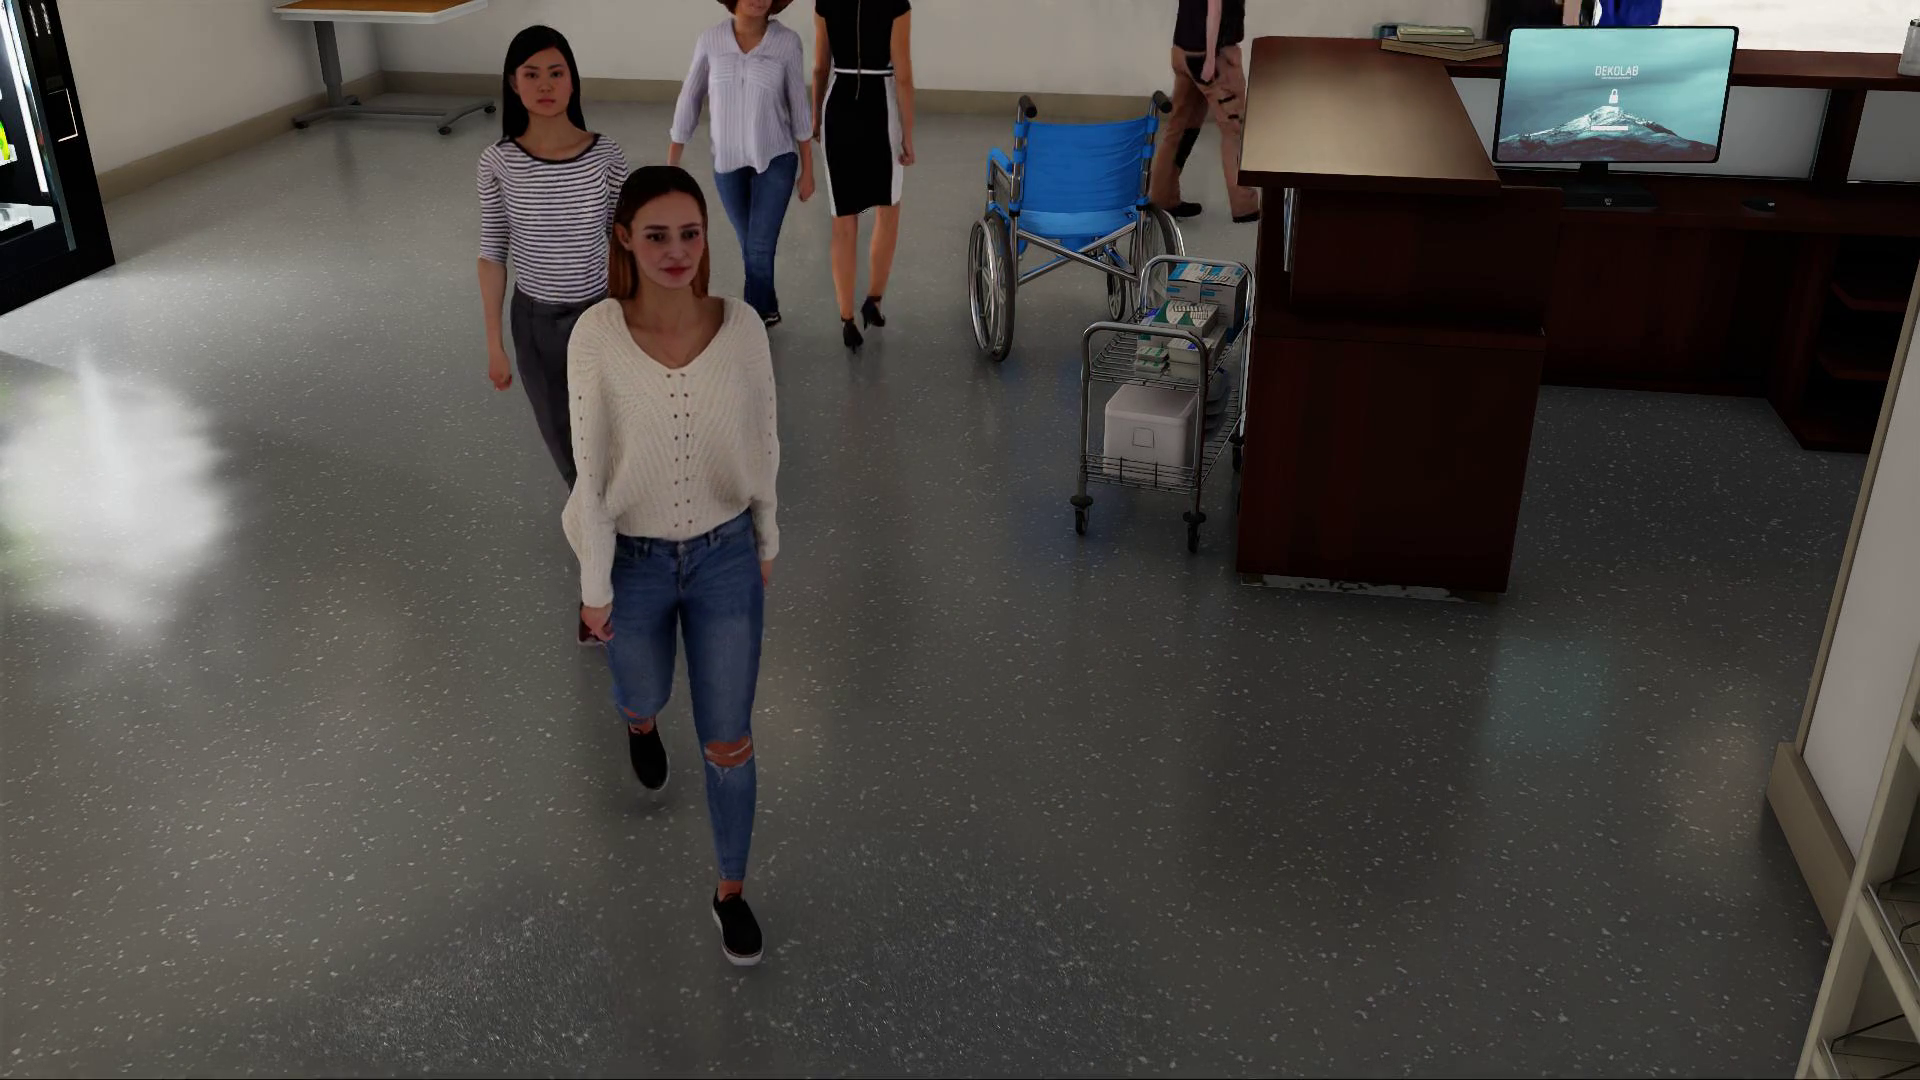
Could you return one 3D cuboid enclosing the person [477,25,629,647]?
[{"bbox_3d":[-1.155,-0.619,4.916,0.870,1.687,1.235,-4,26,-8],"label":"person"}]

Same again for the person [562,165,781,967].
[{"bbox_3d":[-0.637,0.036,3.585,0.945,1.665,1.175,-8,27,-16],"label":"person"}]

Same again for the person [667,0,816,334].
[{"bbox_3d":[-0.823,-1.593,6.951,0.818,1.675,1.109,9,27,19],"label":"person"}]

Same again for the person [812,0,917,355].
[{"bbox_3d":[-0.418,-1.632,6.914,0.639,1.778,0.665,3,26,6],"label":"person"}]

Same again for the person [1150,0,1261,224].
[{"bbox_3d":[1.217,-2.591,8.860,0.907,1.815,0.971,-4,26,-7],"label":"person"}]
